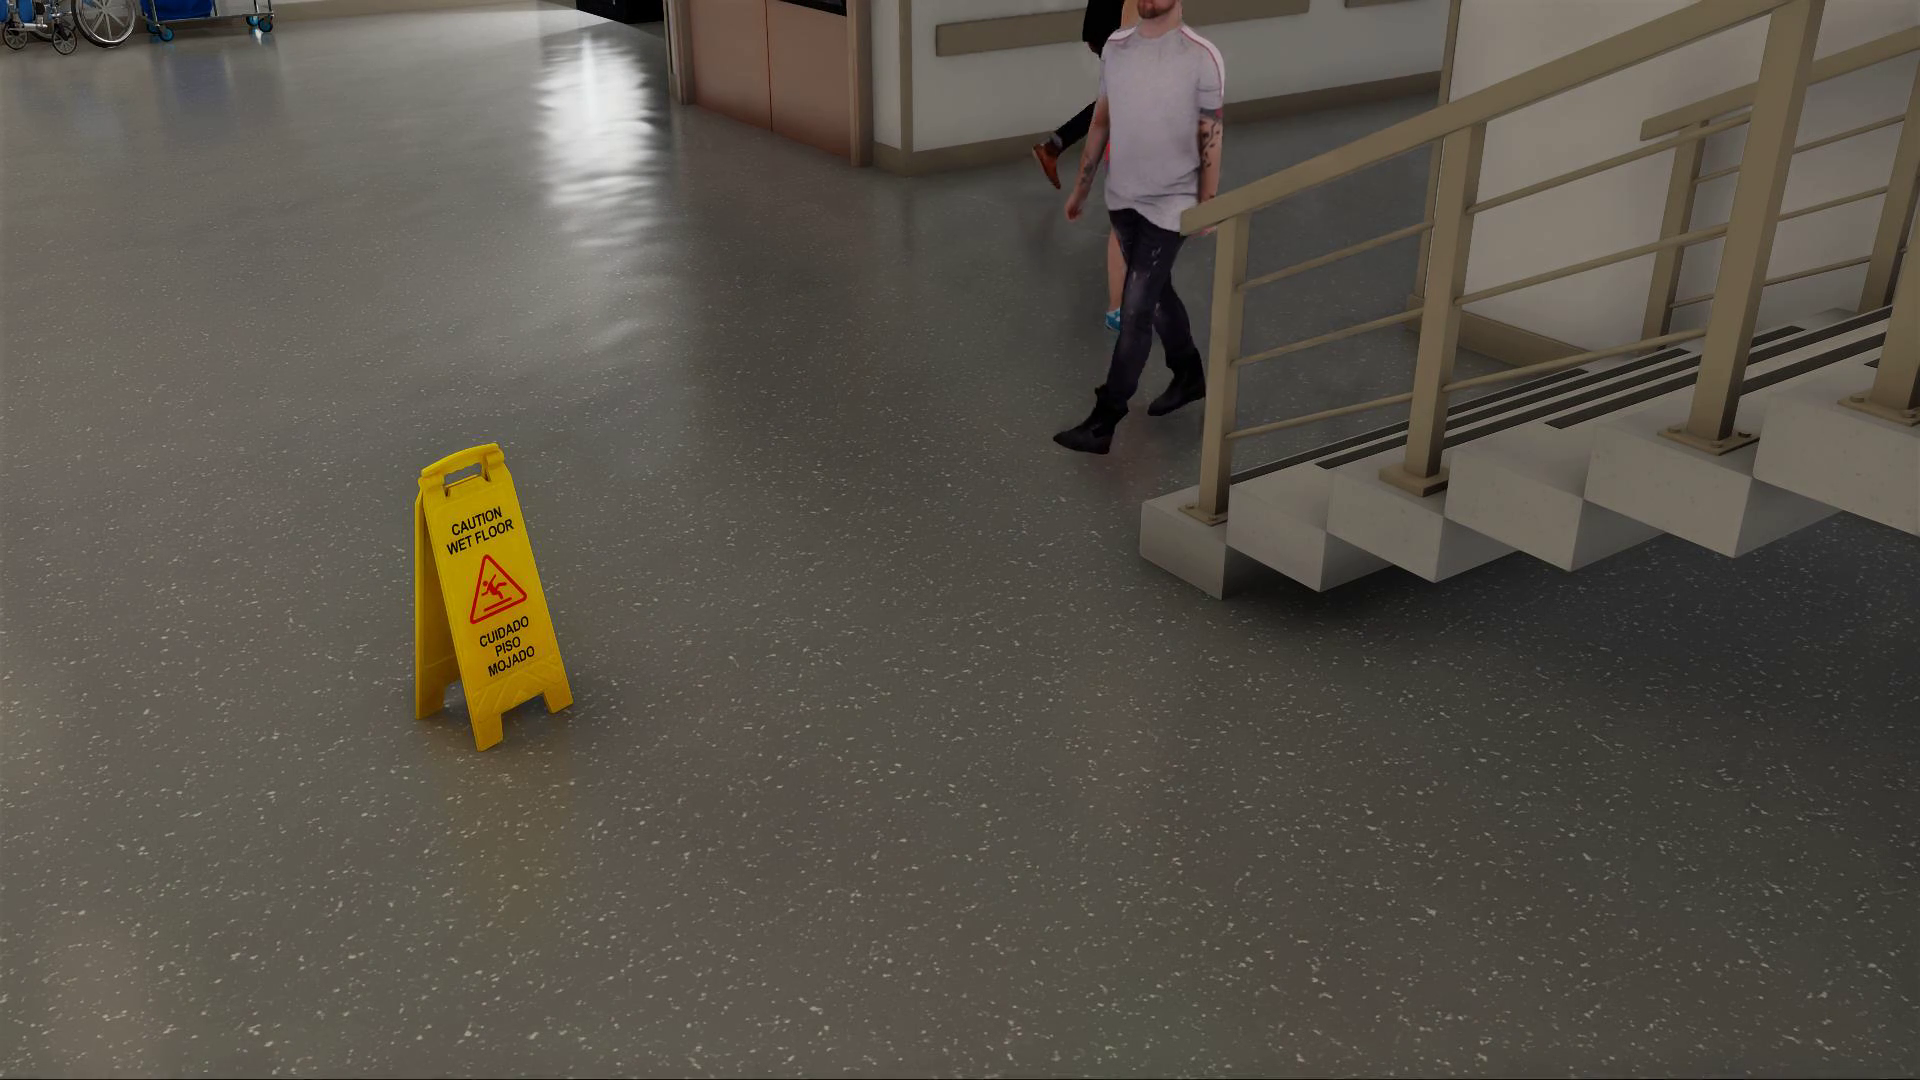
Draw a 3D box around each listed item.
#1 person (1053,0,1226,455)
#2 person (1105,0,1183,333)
[{"bbox_3d":[0.776,-1.244,6.207,0.766,1.783,1.147,-19,32,-35],"label":"person"},{"bbox_3d":[0.827,-1.809,7.398,0.641,1.765,0.649,20,32,35],"label":"person"}]
